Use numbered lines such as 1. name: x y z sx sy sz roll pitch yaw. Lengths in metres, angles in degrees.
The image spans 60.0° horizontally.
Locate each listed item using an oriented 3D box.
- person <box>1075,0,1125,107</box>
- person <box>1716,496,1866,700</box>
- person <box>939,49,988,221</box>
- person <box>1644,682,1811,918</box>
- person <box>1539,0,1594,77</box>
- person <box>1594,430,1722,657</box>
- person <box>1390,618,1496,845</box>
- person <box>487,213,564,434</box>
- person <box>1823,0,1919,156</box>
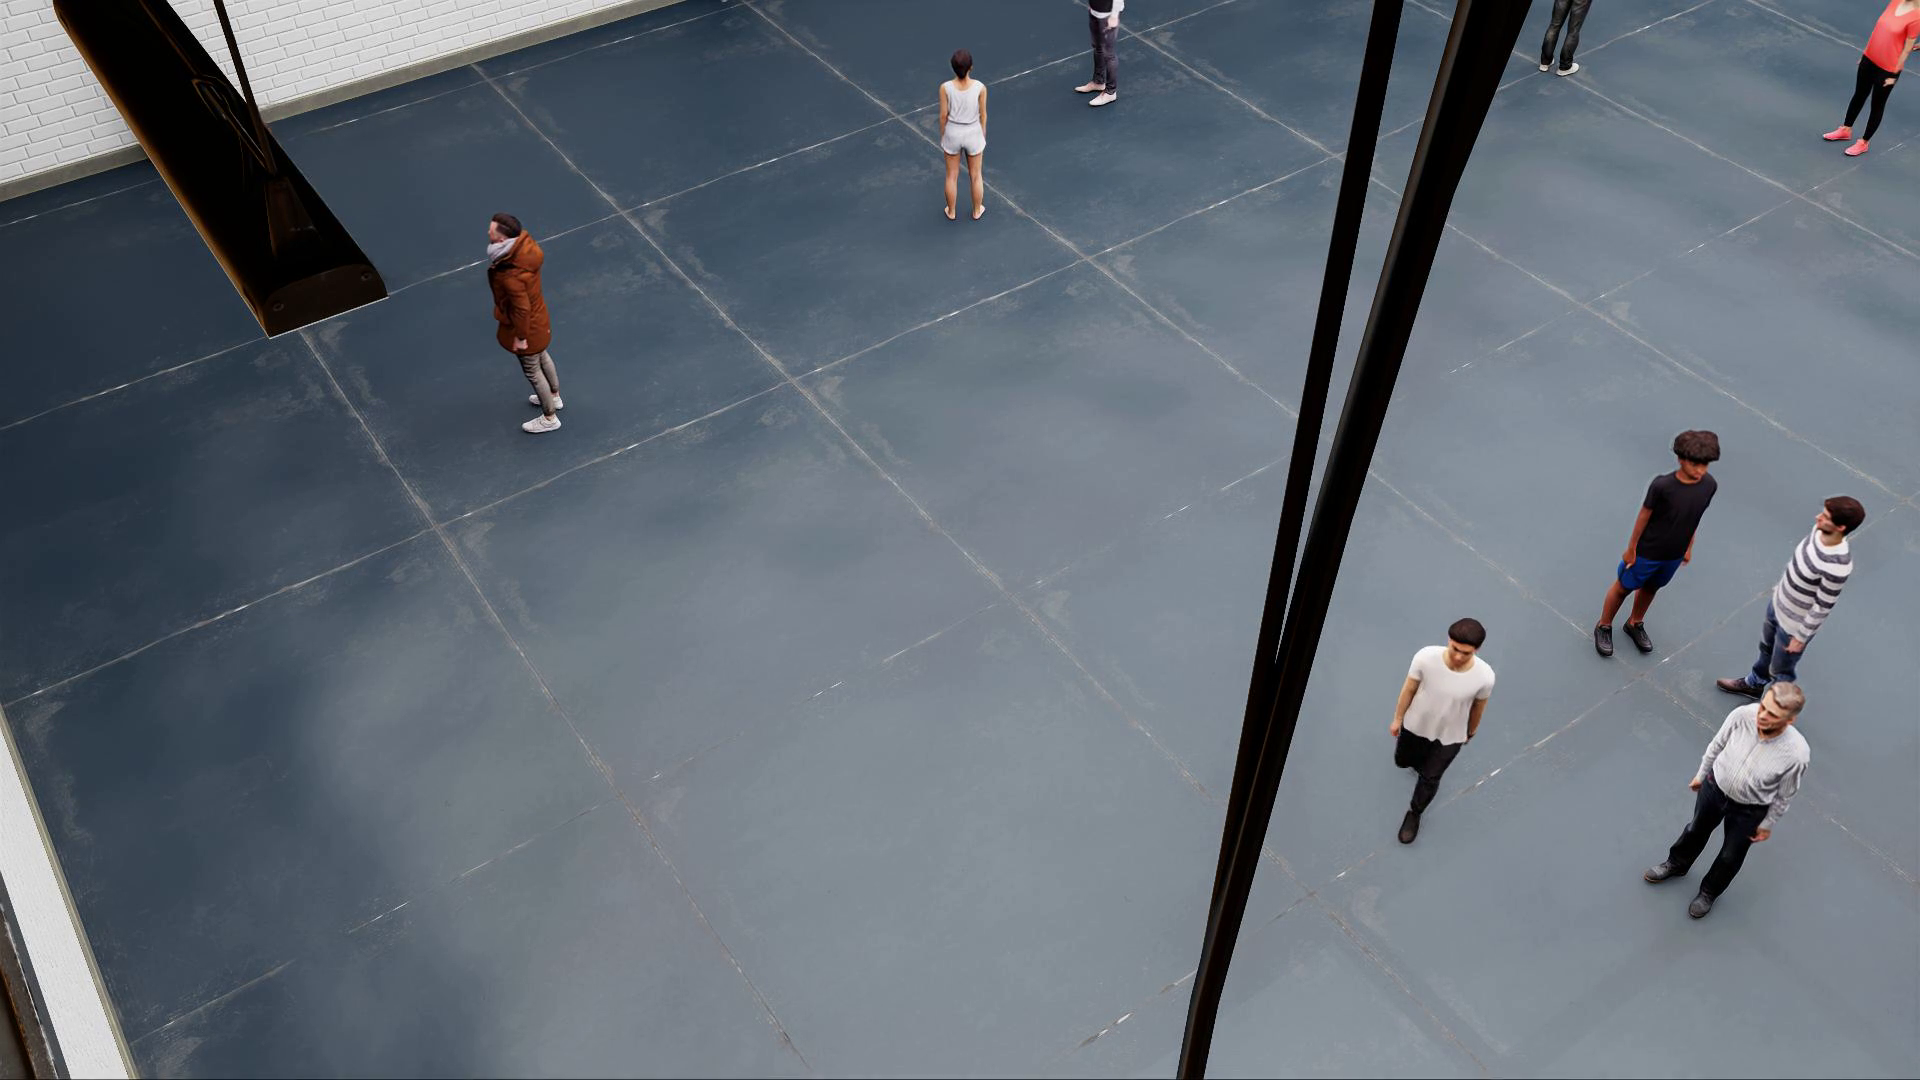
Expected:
1. person: 1.389 -5.080 15.980 0.663 1.822 0.744 -15 46 -16
2. person: 5.127 0.440 10.164 0.772 1.854 0.712 7 44 7
3. person: 0.026 -3.527 14.507 0.640 1.607 0.722 0 44 0
4. person: 4.295 1.411 9.170 0.533 1.818 0.646 -25 49 -24
5. person: 6.080 -5.474 16.402 0.697 1.812 0.635 31 52 28
6. person: 4.481 0.006 10.659 0.670 1.799 0.761 -3 44 -3
7. person: 2.783 1.012 9.670 0.867 1.706 1.017 20 47 19
8. person: -3.215 -1.620 12.338 0.895 1.837 0.856 -1 44 -1
9. person: 8.525 -4.391 15.351 0.626 1.694 0.650 -12 45 -13
